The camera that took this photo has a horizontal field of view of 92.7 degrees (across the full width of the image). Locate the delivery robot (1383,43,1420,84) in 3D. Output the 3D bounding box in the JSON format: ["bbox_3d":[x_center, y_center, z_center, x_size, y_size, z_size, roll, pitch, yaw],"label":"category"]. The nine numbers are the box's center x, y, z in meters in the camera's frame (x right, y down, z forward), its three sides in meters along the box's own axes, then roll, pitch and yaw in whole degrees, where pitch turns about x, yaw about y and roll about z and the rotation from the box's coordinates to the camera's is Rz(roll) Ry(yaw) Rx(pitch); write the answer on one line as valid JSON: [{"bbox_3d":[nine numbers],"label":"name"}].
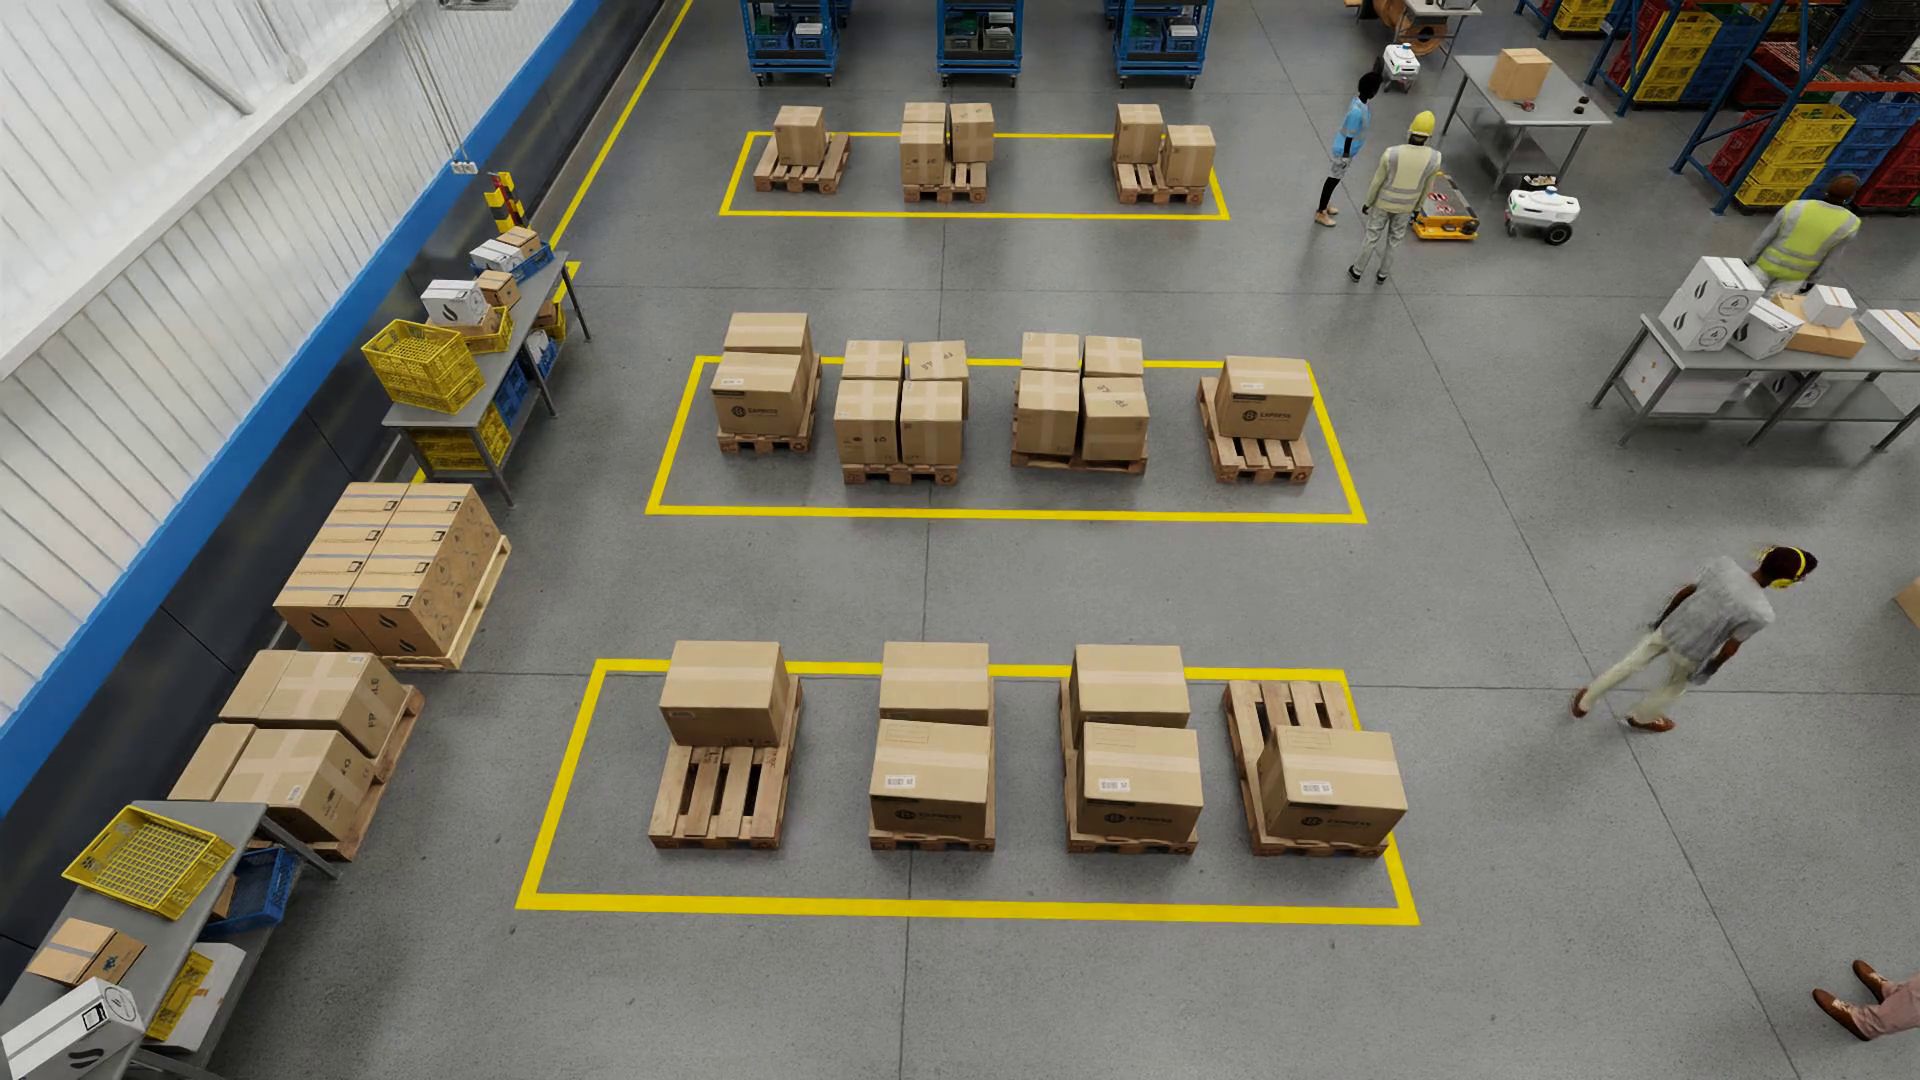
[{"bbox_3d":[6.382,-6.917,13.256,0.477,0.478,0.707,2,49,2],"label":"delivery robot"}]

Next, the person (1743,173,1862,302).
[{"bbox_3d":[7.827,-2.590,8.725,0.631,1.842,0.428,33,57,25],"label":"person"}]

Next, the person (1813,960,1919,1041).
[{"bbox_3d":[5.215,2.093,4.634,0.643,1.902,0.400,-17,51,-14],"label":"person"}]

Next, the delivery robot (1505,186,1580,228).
[{"bbox_3d":[6.729,-3.847,10.599,0.707,0.478,0.477,14,51,12],"label":"delivery robot"}]

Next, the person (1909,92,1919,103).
[{"bbox_3d":[13.870,-6.962,12.482,0.575,1.884,0.355,-19,52,-15],"label":"person"}]

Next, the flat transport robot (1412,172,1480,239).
[{"bbox_3d":[5.692,-4.094,11.059,0.652,0.197,1.431,1,49,1],"label":"flat transport robot"}]

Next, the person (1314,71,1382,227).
[{"bbox_3d":[4.398,-4.440,10.422,0.318,1.696,0.533,17,51,15],"label":"person"}]

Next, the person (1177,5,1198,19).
[{"bbox_3d":[3.790,-9.152,14.542,0.333,1.631,0.516,-29,55,-23],"label":"person"}]

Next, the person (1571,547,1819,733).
[{"bbox_3d":[4.702,0.663,5.921,0.641,1.829,0.505,-11,50,-9],"label":"person"}]

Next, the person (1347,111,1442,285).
[{"bbox_3d":[4.522,-3.525,9.540,0.589,1.834,0.403,10,50,8],"label":"person"}]
